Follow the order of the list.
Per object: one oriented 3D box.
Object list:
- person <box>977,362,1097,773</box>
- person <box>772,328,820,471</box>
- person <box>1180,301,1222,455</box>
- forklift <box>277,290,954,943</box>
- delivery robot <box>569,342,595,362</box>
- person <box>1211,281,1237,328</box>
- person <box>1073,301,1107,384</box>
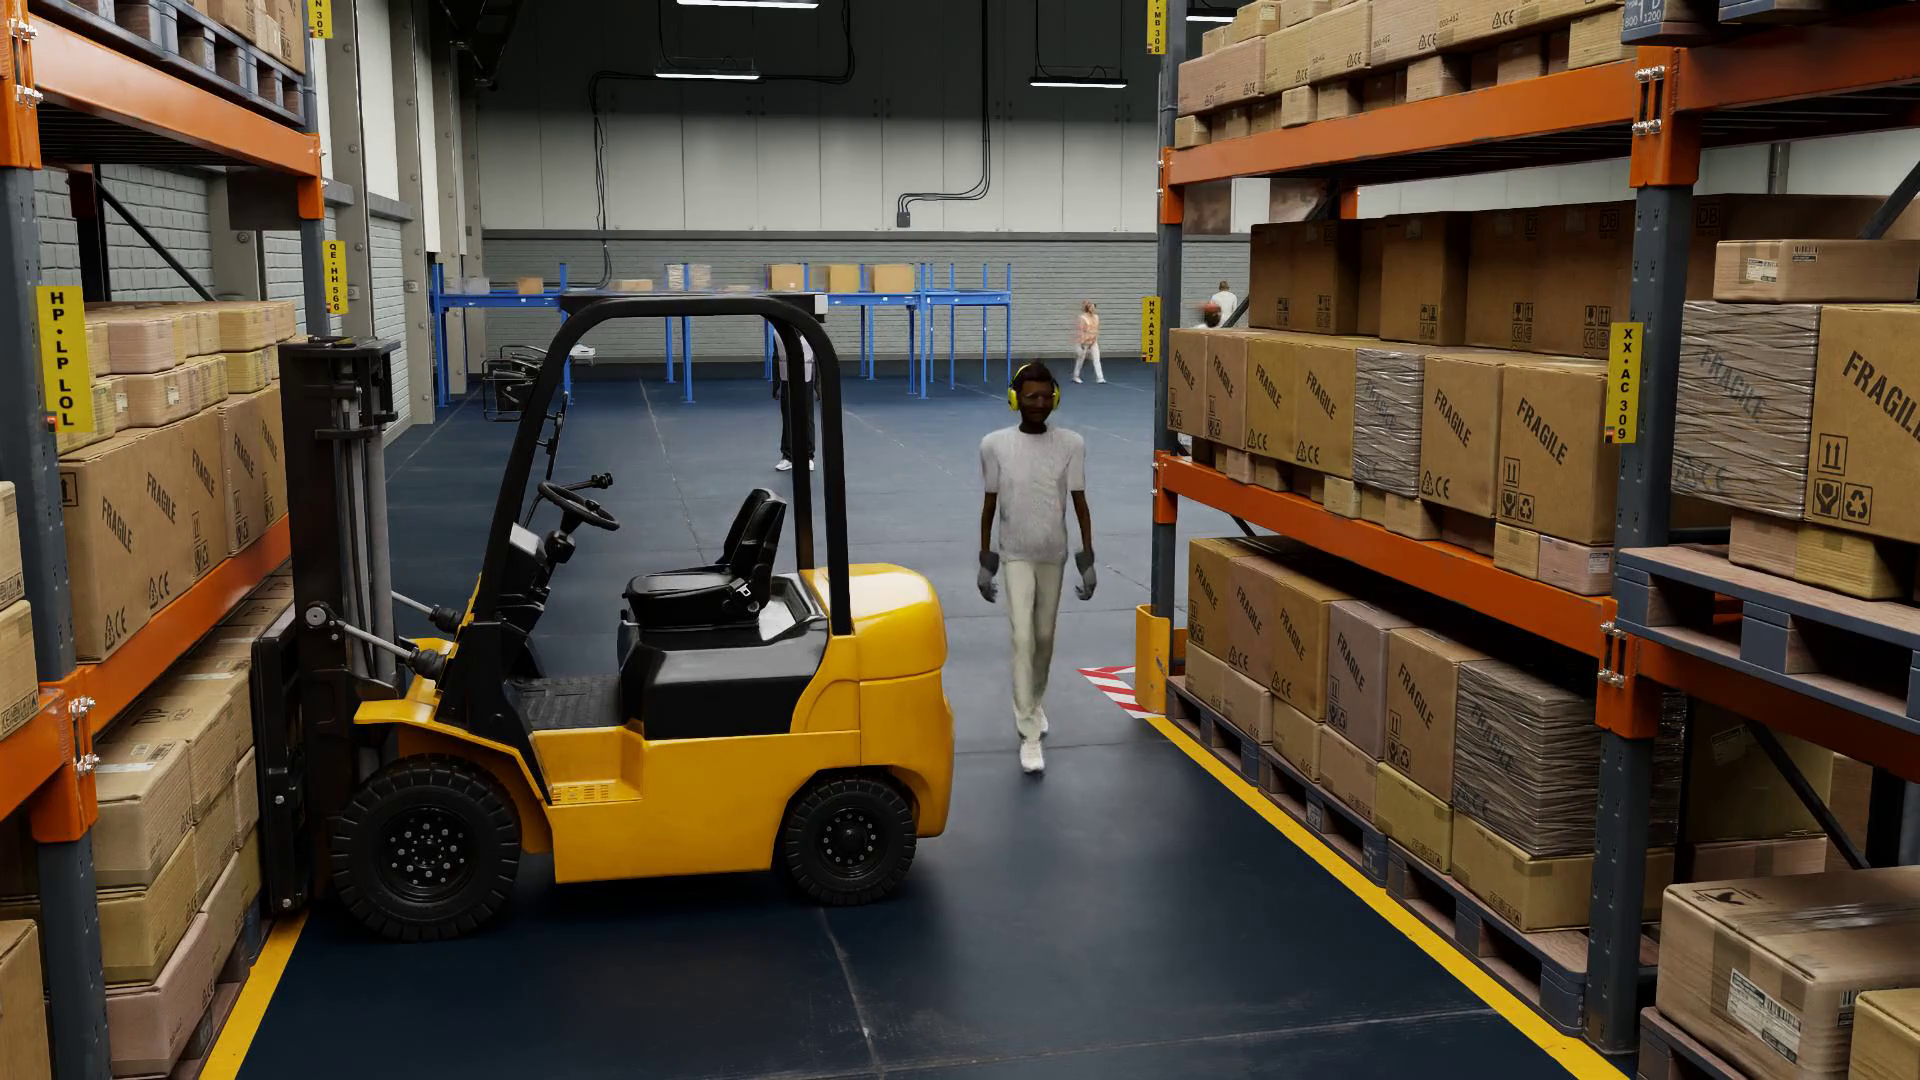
[{"bbox_3d":[0.355,0.077,7.752,0.538,1.828,0.946,-2,9,-10],"label":"person"},{"bbox_3d":[-1.806,-1.735,18.514,0.587,1.914,0.392,2,9,10],"label":"person"},{"bbox_3d":[2.930,-1.926,19.846,0.767,1.846,0.596,8,12,41],"label":"person"},{"bbox_3d":[-1.179,0.175,6.143,2.313,2.155,1.214,-2,10,-12],"label":"forklift"},{"bbox_3d":[-8.711,-4.290,38.060,0.707,0.478,0.477,-2,10,-12],"label":"delivery robot"},{"bbox_3d":[6.190,-5.119,39.073,0.632,1.932,0.359,-2,9,-11],"label":"person"},{"bbox_3d":[2.479,-3.812,32.165,0.536,1.600,0.871,-7,12,-36],"label":"person"}]
